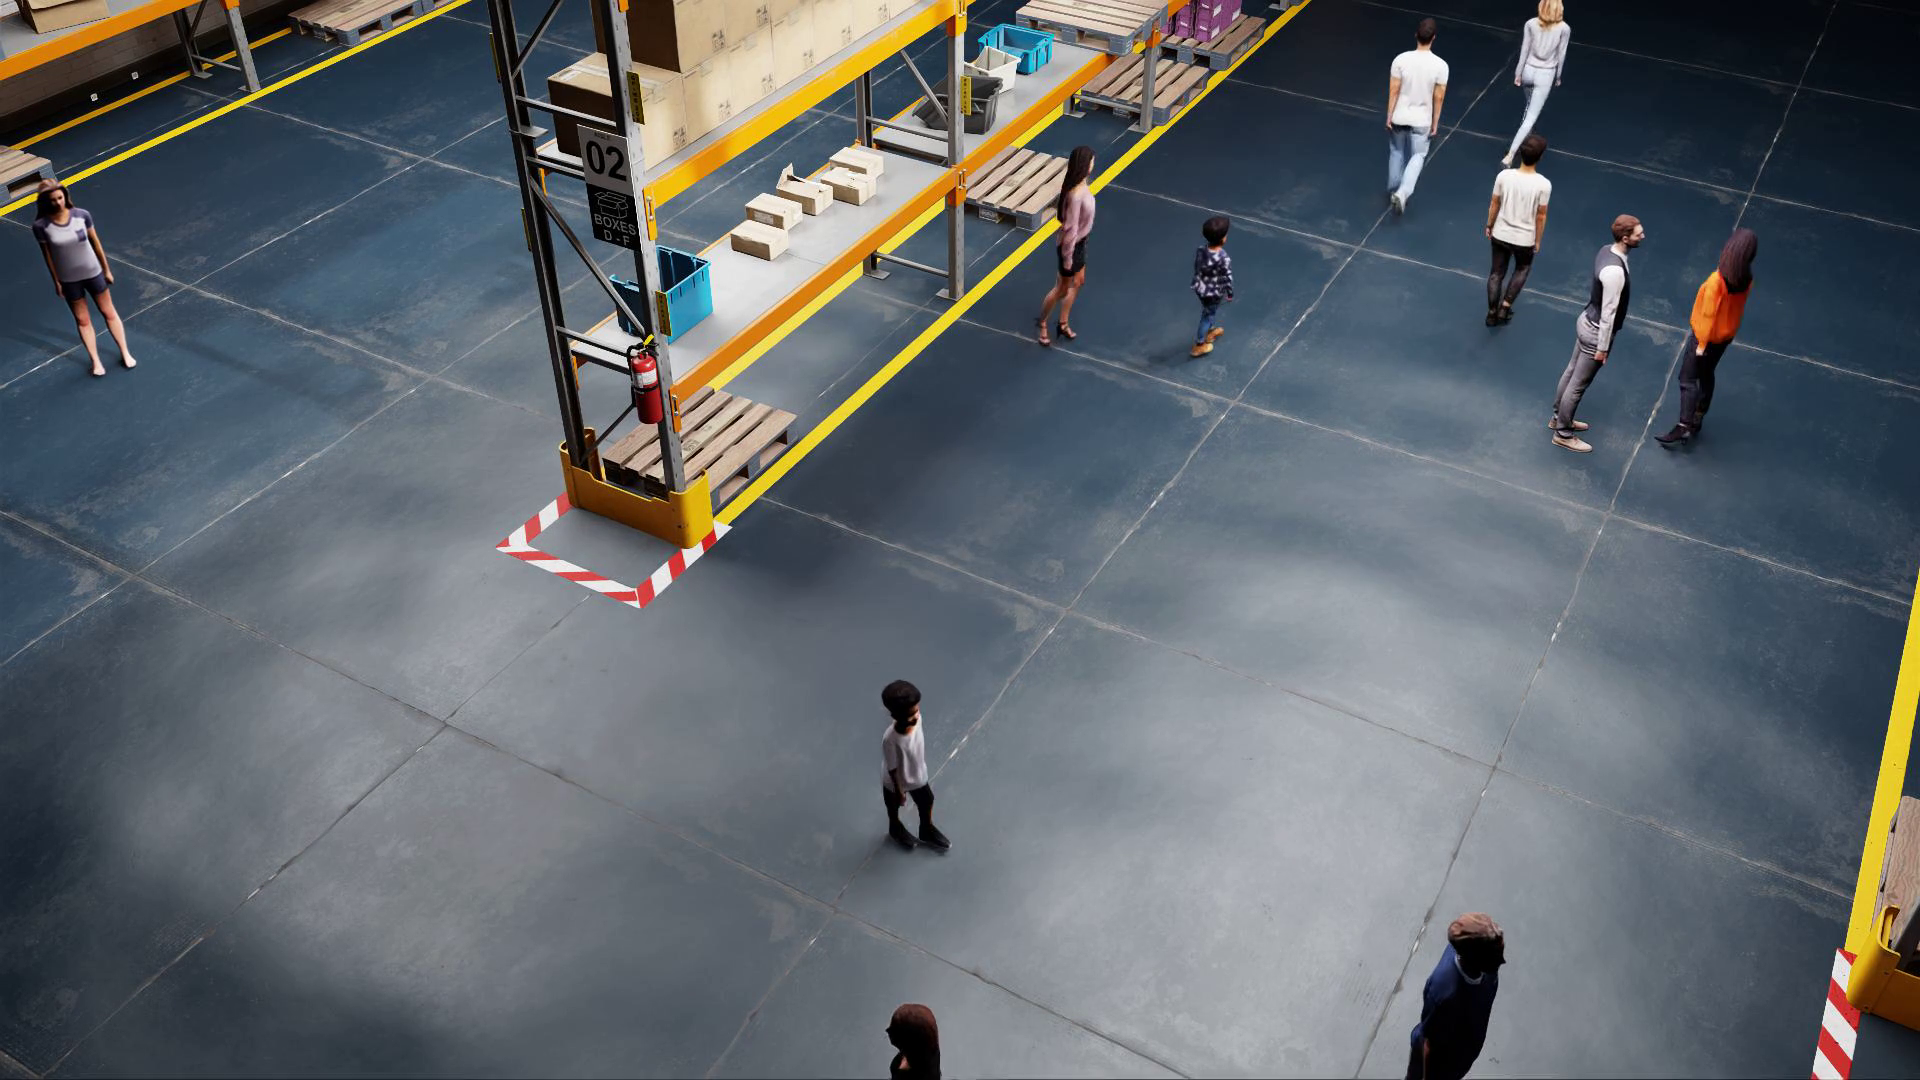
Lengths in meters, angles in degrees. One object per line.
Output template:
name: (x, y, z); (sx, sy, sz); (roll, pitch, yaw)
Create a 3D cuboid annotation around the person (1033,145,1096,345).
person: (0.879, -2.380, 13.747); (0.835, 1.780, 0.758); (16, 41, 19)

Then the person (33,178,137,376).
person: (-7.143, -2.152, 13.504); (0.634, 1.728, 0.737); (-20, 43, -23)

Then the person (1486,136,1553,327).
person: (4.657, -2.565, 14.031); (0.633, 1.716, 0.552); (20, 43, 24)

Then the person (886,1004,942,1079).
person: (-0.067, 2.697, 7.496); (1.034, 1.648, 1.118); (-1, 39, -1)

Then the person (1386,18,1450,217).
person: (4.248, -3.953, 15.661); (0.752, 1.850, 1.032); (14, 41, 17)

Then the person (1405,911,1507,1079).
person: (2.241, 2.368, 7.730); (0.747, 1.870, 0.527); (26, 45, 29)

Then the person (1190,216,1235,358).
person: (2.041, -2.084, 13.814); (0.755, 1.236, 0.638); (-28, 46, -30)

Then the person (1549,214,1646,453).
person: (4.837, -1.602, 12.648); (0.783, 1.938, 0.601); (8, 39, 10)

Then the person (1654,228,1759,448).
person: (5.773, -1.516, 12.716); (0.941, 1.718, 0.774); (31, 48, 33)

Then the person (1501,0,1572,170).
person: (5.676, -4.500, 16.422); (0.677, 1.756, 1.201); (25, 45, 28)

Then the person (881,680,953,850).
person: (-0.369, 1.281, 9.589); (0.628, 1.249, 0.602); (31, 48, 33)
